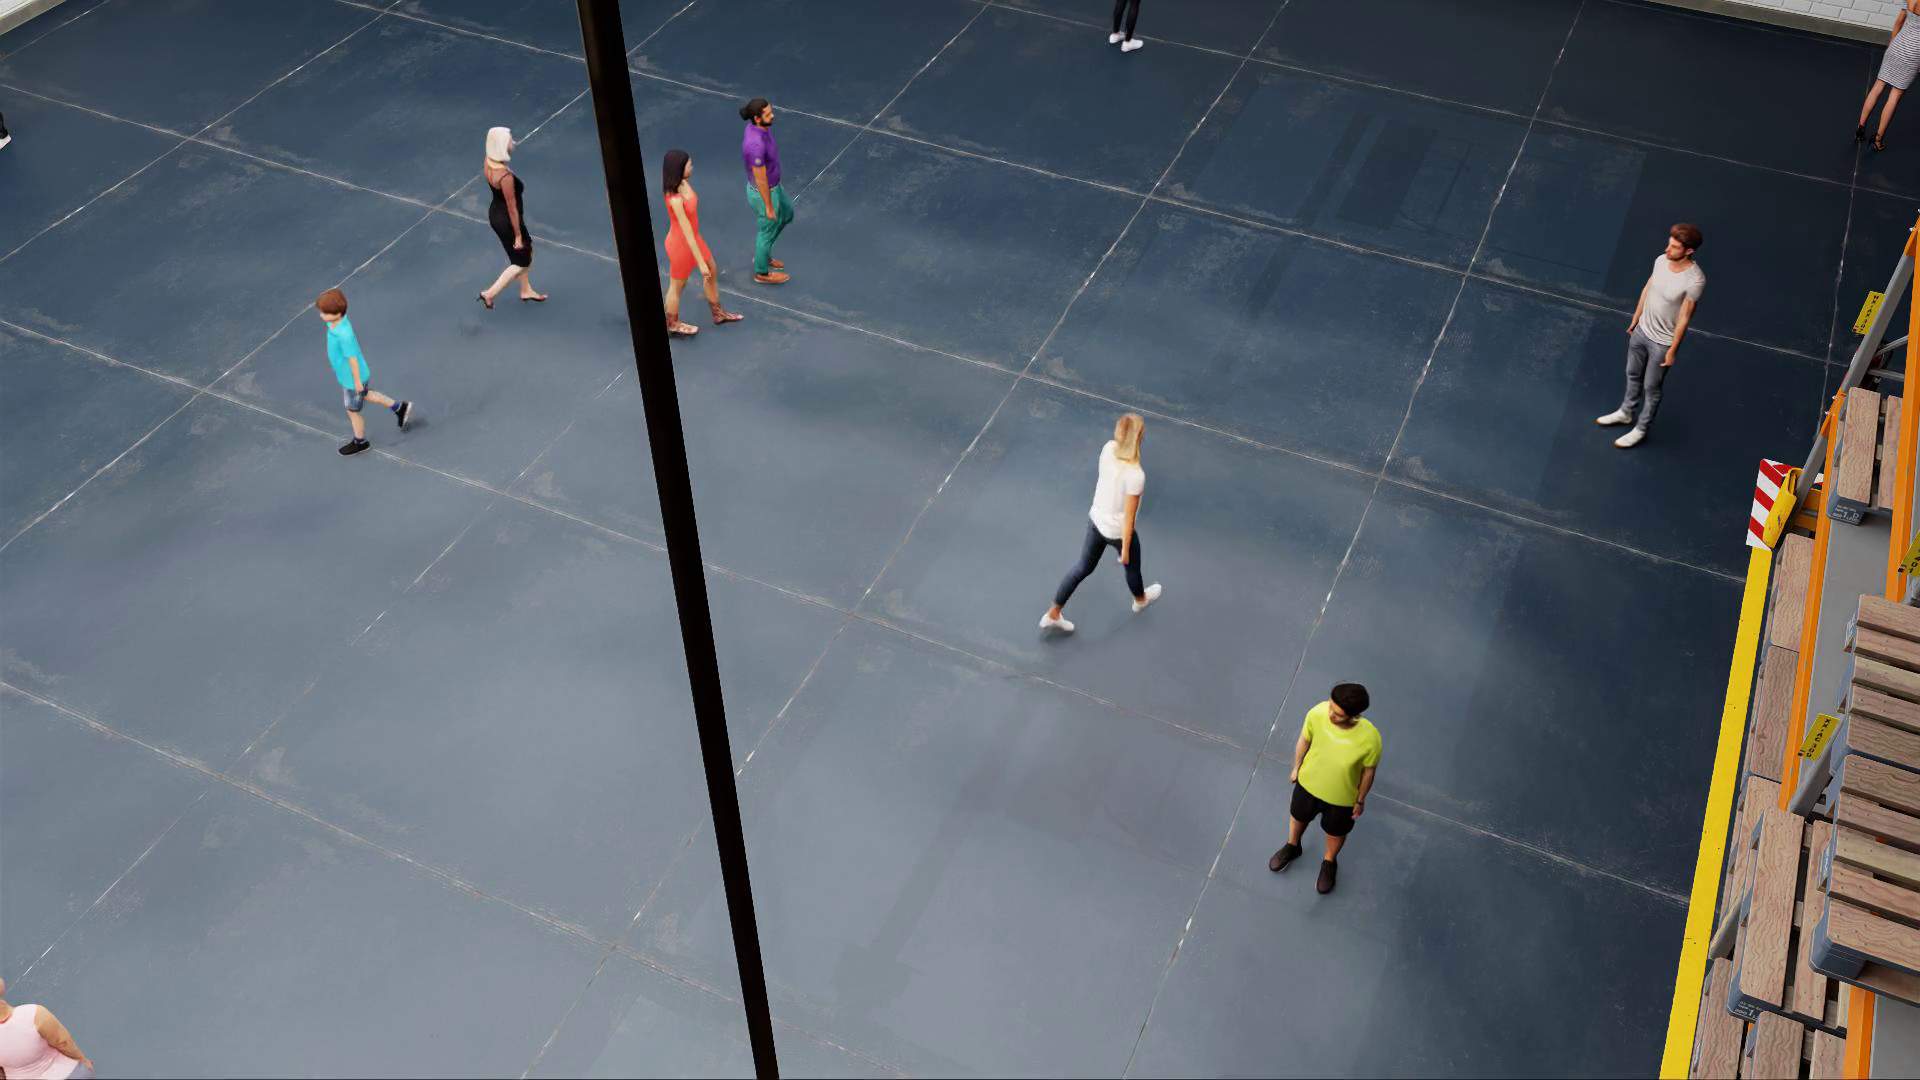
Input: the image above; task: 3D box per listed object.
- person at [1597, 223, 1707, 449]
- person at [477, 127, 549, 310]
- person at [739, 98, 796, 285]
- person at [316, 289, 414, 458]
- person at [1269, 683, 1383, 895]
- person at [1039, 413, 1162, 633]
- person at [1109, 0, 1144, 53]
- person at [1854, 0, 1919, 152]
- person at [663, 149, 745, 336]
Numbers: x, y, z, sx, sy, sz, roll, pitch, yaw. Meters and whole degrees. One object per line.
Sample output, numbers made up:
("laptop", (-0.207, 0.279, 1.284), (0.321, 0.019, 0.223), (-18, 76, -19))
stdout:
("person", (5.267, -1.554, 12.517), (0.806, 1.887, 0.749), (-15, 46, -15))
("person", (-3.791, -2.582, 13.714), (0.979, 1.725, 0.872), (-27, 50, -26))
("person", (-1.741, -2.939, 14.065), (0.822, 1.757, 0.721), (-1, 44, -2))
("person", (-4.548, -1.309, 12.585), (0.927, 1.439, 0.838), (-18, 47, -18))
("person", (2.131, 1.378, 9.570), (0.644, 1.706, 0.575), (25, 49, 24))
("person", (0.914, -0.039, 11.013), (1.266, 1.767, 1.071), (-20, 47, -20))
("person", (1.761, -5.895, 17.179), (0.691, 1.741, 0.687), (-31, 52, -28))
("person", (8.909, -4.558, 15.717), (0.721, 1.822, 0.682), (-19, 47, -19))
("person", (-2.328, -2.377, 13.521), (0.894, 1.693, 0.916), (0, 44, 0))
